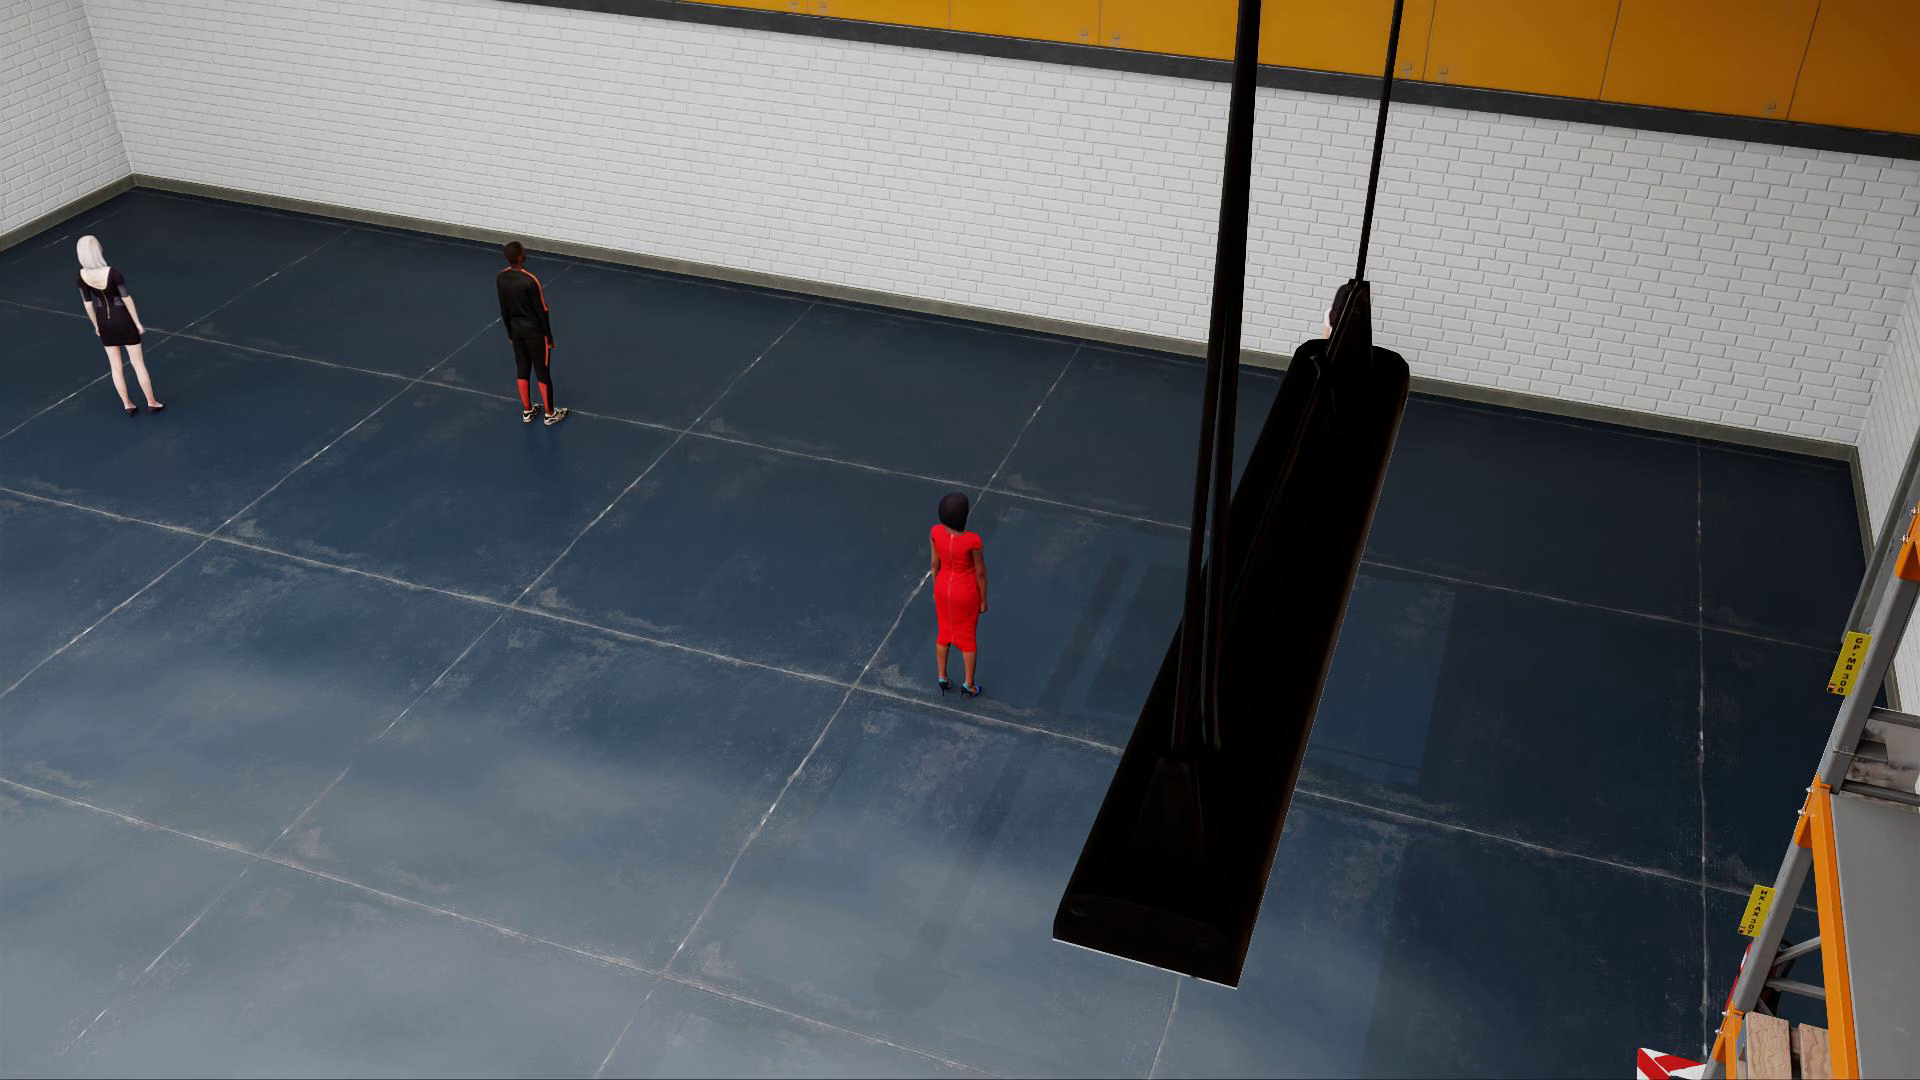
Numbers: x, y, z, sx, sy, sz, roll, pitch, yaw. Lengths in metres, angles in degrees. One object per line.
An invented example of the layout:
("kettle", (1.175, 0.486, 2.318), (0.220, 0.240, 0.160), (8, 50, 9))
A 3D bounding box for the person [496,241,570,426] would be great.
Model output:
("person", (-4.012, -1.927, 15.442), (0.615, 1.808, 0.518), (11, 35, 16))

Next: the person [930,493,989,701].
("person", (-0.021, 0.409, 11.987), (0.578, 1.744, 0.511), (14, 36, 20))

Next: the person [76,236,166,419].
("person", (-7.870, -1.991, 15.519), (0.652, 1.830, 0.647), (-4, 34, -5))
